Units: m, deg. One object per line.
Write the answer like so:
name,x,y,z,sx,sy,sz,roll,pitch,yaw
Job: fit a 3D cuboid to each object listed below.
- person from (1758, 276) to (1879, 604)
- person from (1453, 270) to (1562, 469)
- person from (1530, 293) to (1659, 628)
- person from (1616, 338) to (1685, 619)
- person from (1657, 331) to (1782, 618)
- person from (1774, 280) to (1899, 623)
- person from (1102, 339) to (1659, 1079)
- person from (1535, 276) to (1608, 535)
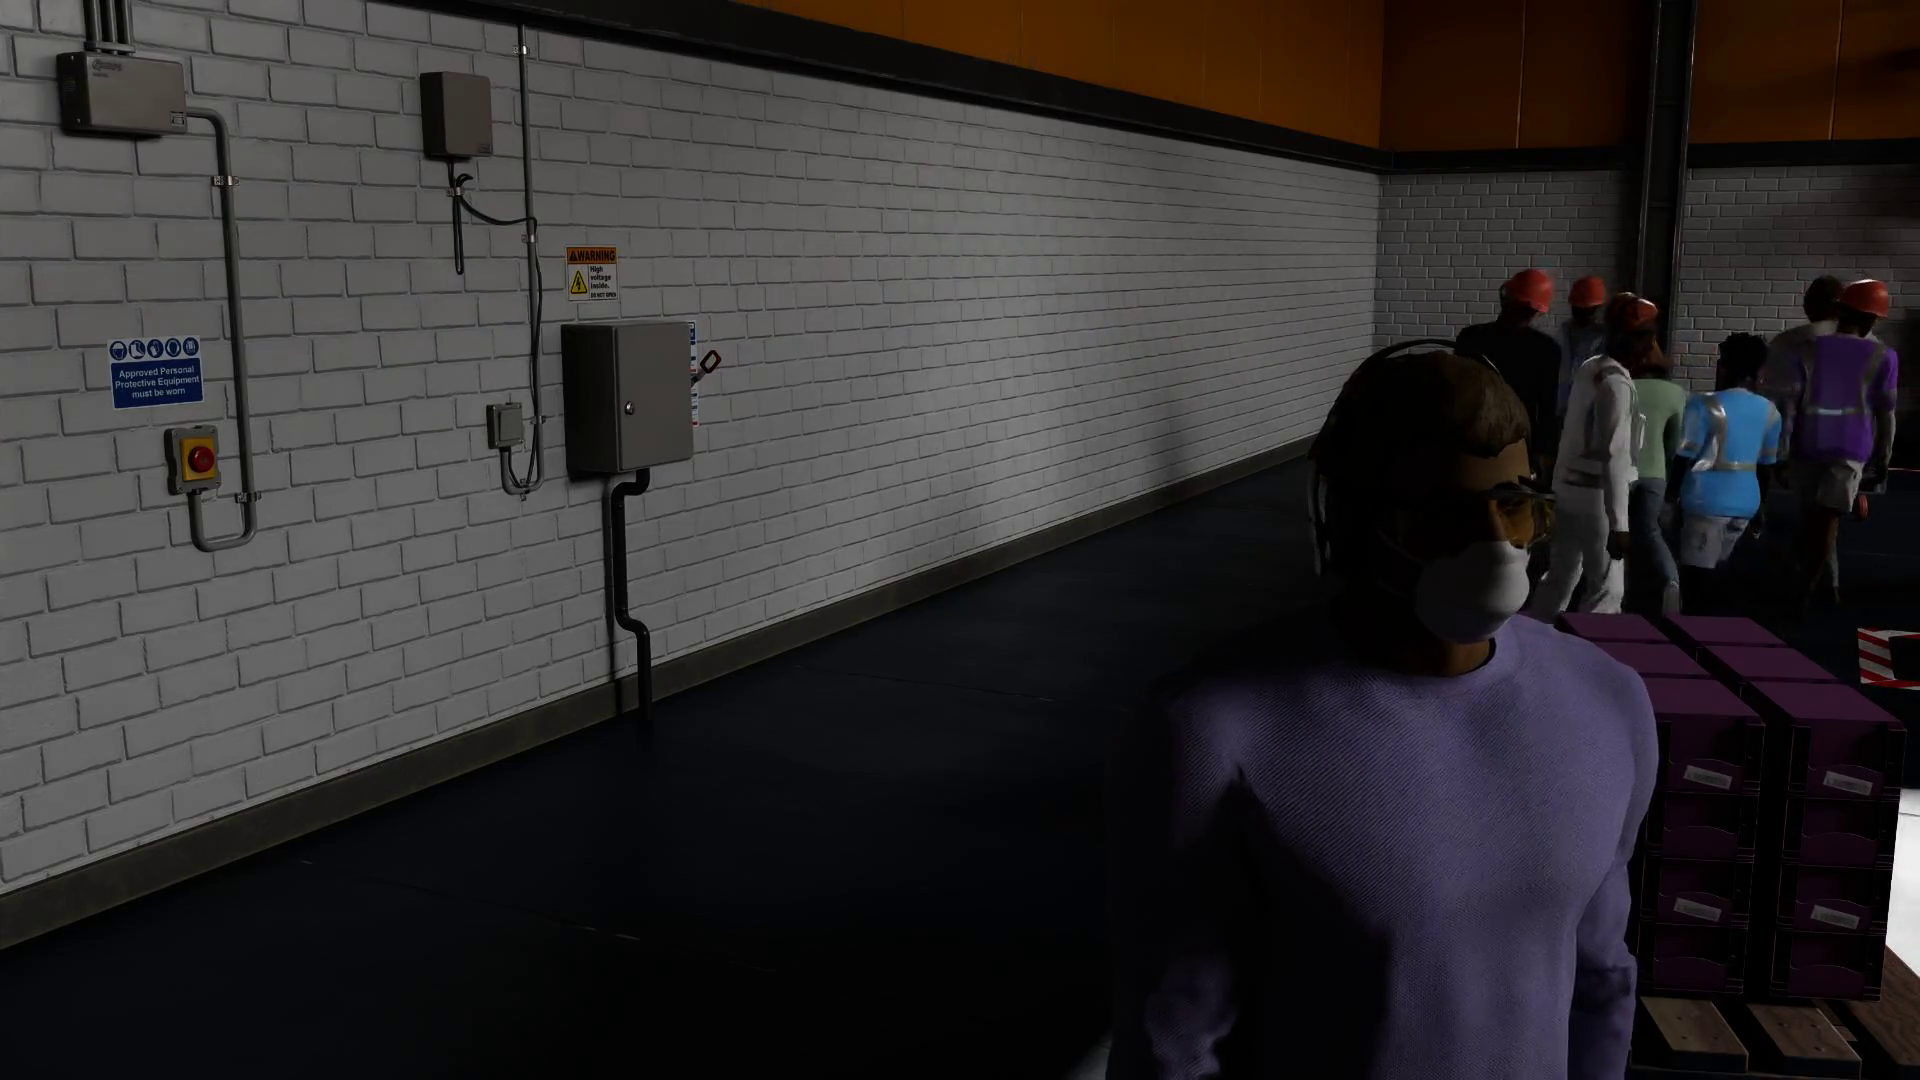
person,5.038,-0.603,9.834,0.633,1.886,1.043,0,10,0
person,2.949,-0.536,9.323,0.685,1.925,0.726,7,12,36
person,2.728,-0.156,7.331,0.474,1.854,0.644,1,10,5
person,3.692,-0.332,9.032,0.518,1.604,0.681,0,10,-1
person,3.627,-0.158,7.894,0.537,1.656,0.762,-4,11,-23
person,4.897,-0.504,9.284,0.557,1.866,1.017,8,12,37
person,0.450,0.762,1.762,0.631,1.939,0.369,-4,10,-20
person,4.490,-0.967,12.007,0.979,1.863,0.600,-6,11,-31
